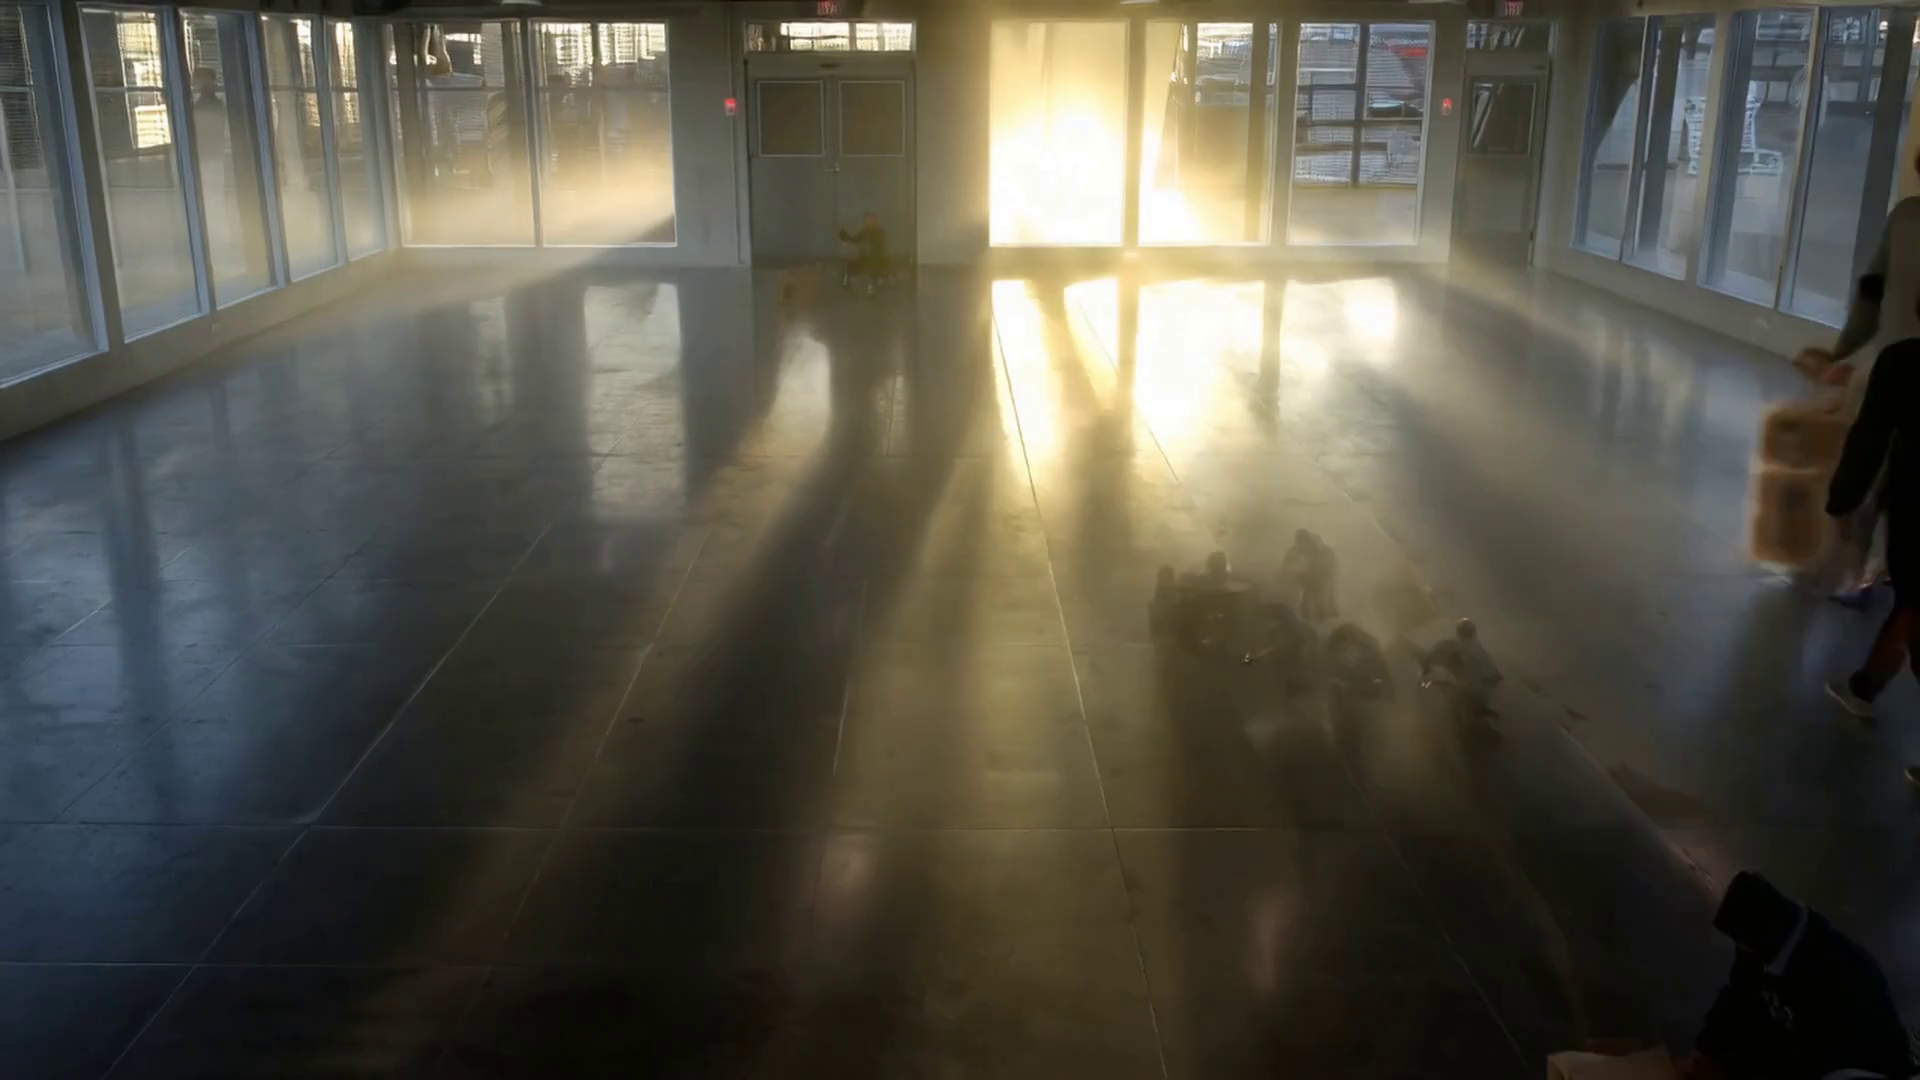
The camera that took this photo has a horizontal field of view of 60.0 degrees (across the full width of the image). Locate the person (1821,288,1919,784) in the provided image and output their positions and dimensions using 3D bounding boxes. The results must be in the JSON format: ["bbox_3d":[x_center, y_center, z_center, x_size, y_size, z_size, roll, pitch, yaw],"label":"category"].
[{"bbox_3d":[2.906,-0.097,4.990,0.520,1.582,0.874,0,16,-1],"label":"person"}]

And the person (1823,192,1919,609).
[{"bbox_3d":[3.681,-0.671,6.443,0.854,1.873,0.644,-3,17,-10],"label":"person"}]
